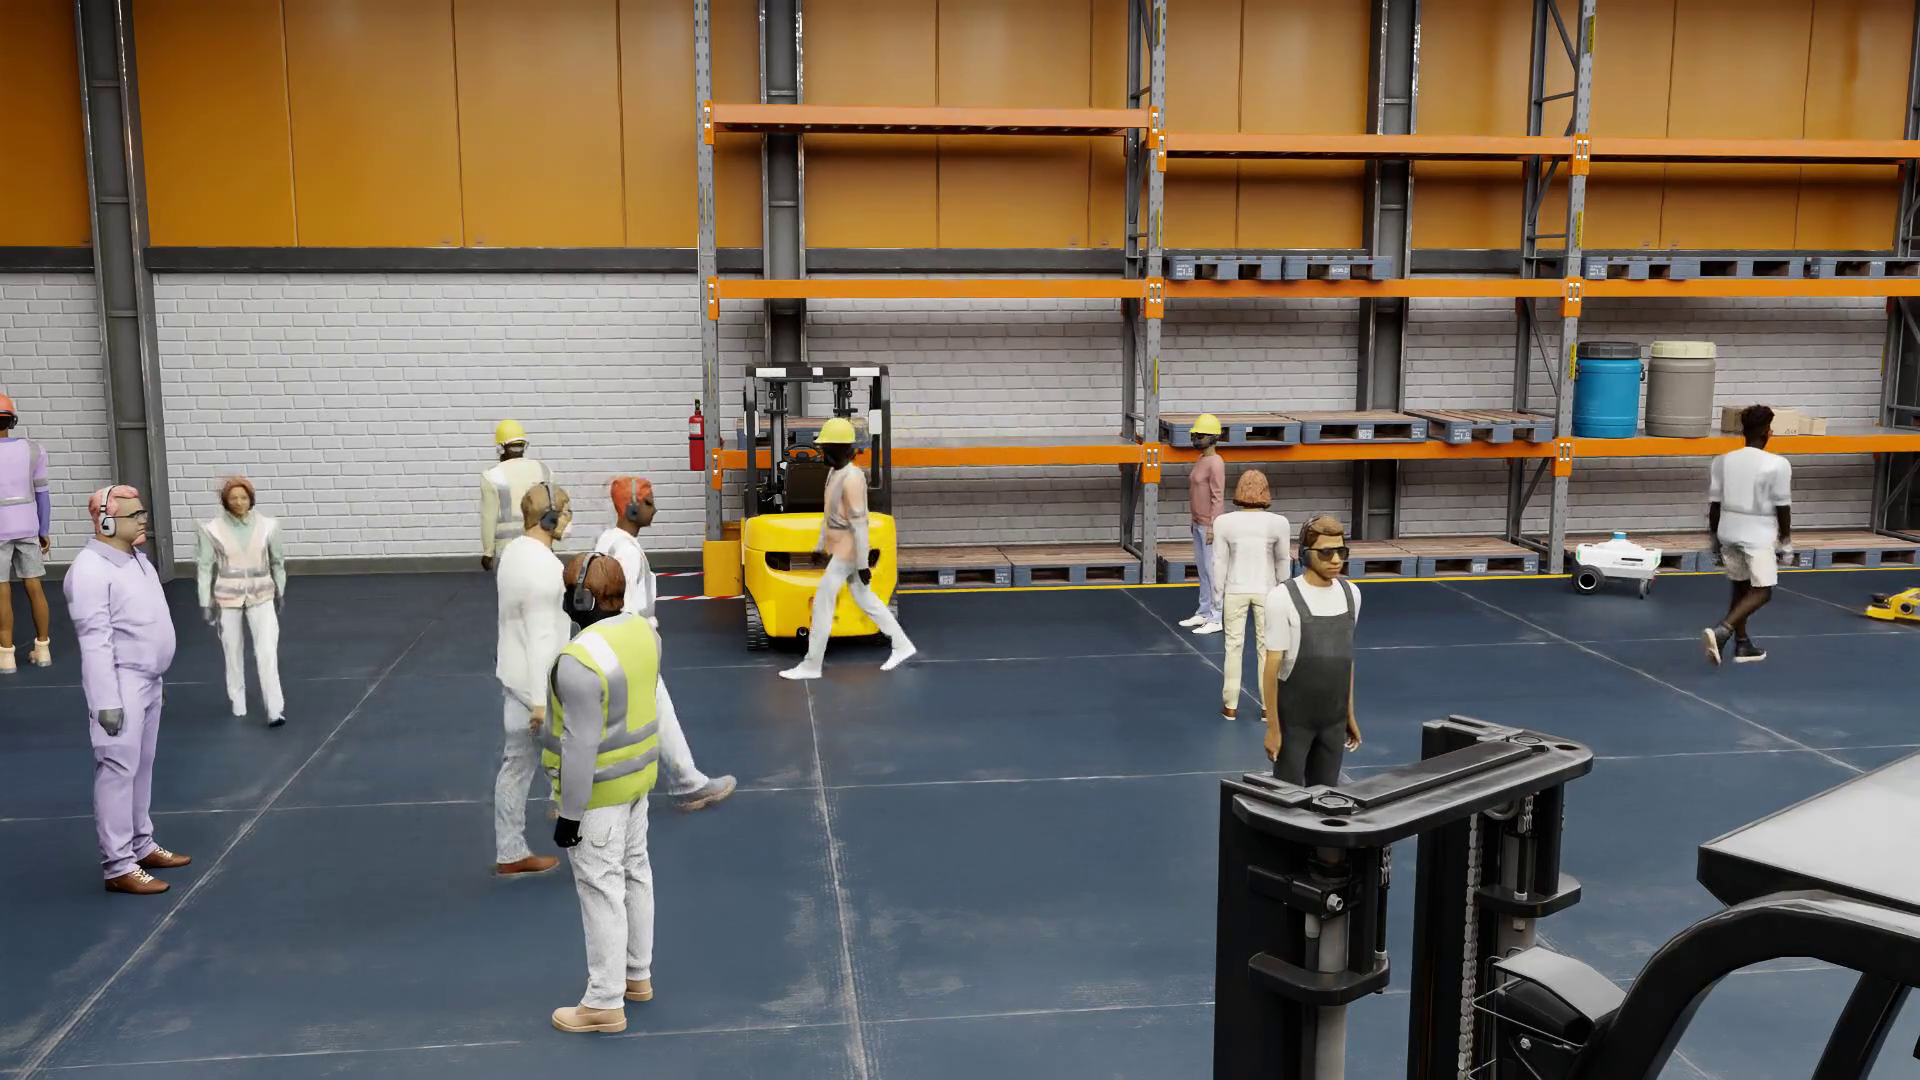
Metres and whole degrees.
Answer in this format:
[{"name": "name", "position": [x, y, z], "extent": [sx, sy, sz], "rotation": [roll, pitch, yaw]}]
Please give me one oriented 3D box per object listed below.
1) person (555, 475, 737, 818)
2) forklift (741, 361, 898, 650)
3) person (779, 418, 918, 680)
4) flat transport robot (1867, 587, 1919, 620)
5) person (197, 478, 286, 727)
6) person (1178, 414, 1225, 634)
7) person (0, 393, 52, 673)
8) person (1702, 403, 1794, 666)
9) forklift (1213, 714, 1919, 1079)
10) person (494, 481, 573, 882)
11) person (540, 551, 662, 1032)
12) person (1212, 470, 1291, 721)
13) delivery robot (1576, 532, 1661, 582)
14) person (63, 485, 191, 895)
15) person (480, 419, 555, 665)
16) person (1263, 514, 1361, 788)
[{"name": "person", "position": [-1.724, 0.569, 8.813], "extent": [0.980, 1.832, 0.591], "rotation": [-4, 10, -25]}, {"name": "forklift", "position": [-1.154, -0.340, 13.365], "extent": [1.214, 2.155, 2.313], "rotation": [-1, 9, -7]}, {"name": "person", "position": [-0.770, 0.056, 11.893], "extent": [1.005, 1.882, 0.593], "rotation": [-1, 9, -9]}, {"name": "flat transport robot", "position": [8.290, 0.585, 13.575], "extent": [0.652, 0.197, 1.431], "rotation": [-9, 13, -43]}, {"name": "person", "position": [-4.576, 0.399, 10.625], "extent": [0.536, 1.588, 0.871], "rotation": [-5, 10, -29]}, {"name": "person", "position": [1.971, -0.131, 13.387], "extent": [0.305, 1.772, 0.525], "rotation": [-2, 9, -10]}, {"name": "person", "position": [-6.916, -0.056, 12.061], "extent": [0.372, 2.044, 0.607], "rotation": [6, 11, 35]}, {"name": "person", "position": [5.720, -0.023, 12.147], "extent": [0.774, 1.946, 0.616], "rotation": [-5, 10, -27]}, {"name": "forklift", "position": [1.441, 1.425, 2.350], "extent": [1.214, 2.155, 2.313], "rotation": [-7, 12, -39]}, {"name": "person", "position": [-1.888, 0.671, 7.944], "extent": [0.822, 1.906, 0.650], "rotation": [-5, 11, -31]}, {"name": "person", "position": [-1.380, 0.954, 6.386], "extent": [0.429, 1.844, 0.626], "rotation": [2, 9, 14]}, {"name": "person", "position": [1.876, 0.361, 10.736], "extent": [0.498, 1.633, 0.285], "rotation": [2, 9, 11]}, {"name": "delivery robot", "position": [5.932, 0.171, 14.983], "extent": [0.707, 0.478, 0.477], "rotation": [4, 10, 24]}, {"name": "person", "position": [-3.898, 0.690, 7.829], "extent": [0.407, 1.910, 0.640], "rotation": [-1, 9, -8]}, {"name": "person", "position": [-3.254, 0.024, 12.229], "extent": [0.597, 1.828, 0.404], "rotation": [-8, 12, -42]}, {"name": "person", "position": [1.560, 0.795, 7.368], "extent": [0.507, 1.845, 0.339], "rotation": [-5, 10, -27]}]
